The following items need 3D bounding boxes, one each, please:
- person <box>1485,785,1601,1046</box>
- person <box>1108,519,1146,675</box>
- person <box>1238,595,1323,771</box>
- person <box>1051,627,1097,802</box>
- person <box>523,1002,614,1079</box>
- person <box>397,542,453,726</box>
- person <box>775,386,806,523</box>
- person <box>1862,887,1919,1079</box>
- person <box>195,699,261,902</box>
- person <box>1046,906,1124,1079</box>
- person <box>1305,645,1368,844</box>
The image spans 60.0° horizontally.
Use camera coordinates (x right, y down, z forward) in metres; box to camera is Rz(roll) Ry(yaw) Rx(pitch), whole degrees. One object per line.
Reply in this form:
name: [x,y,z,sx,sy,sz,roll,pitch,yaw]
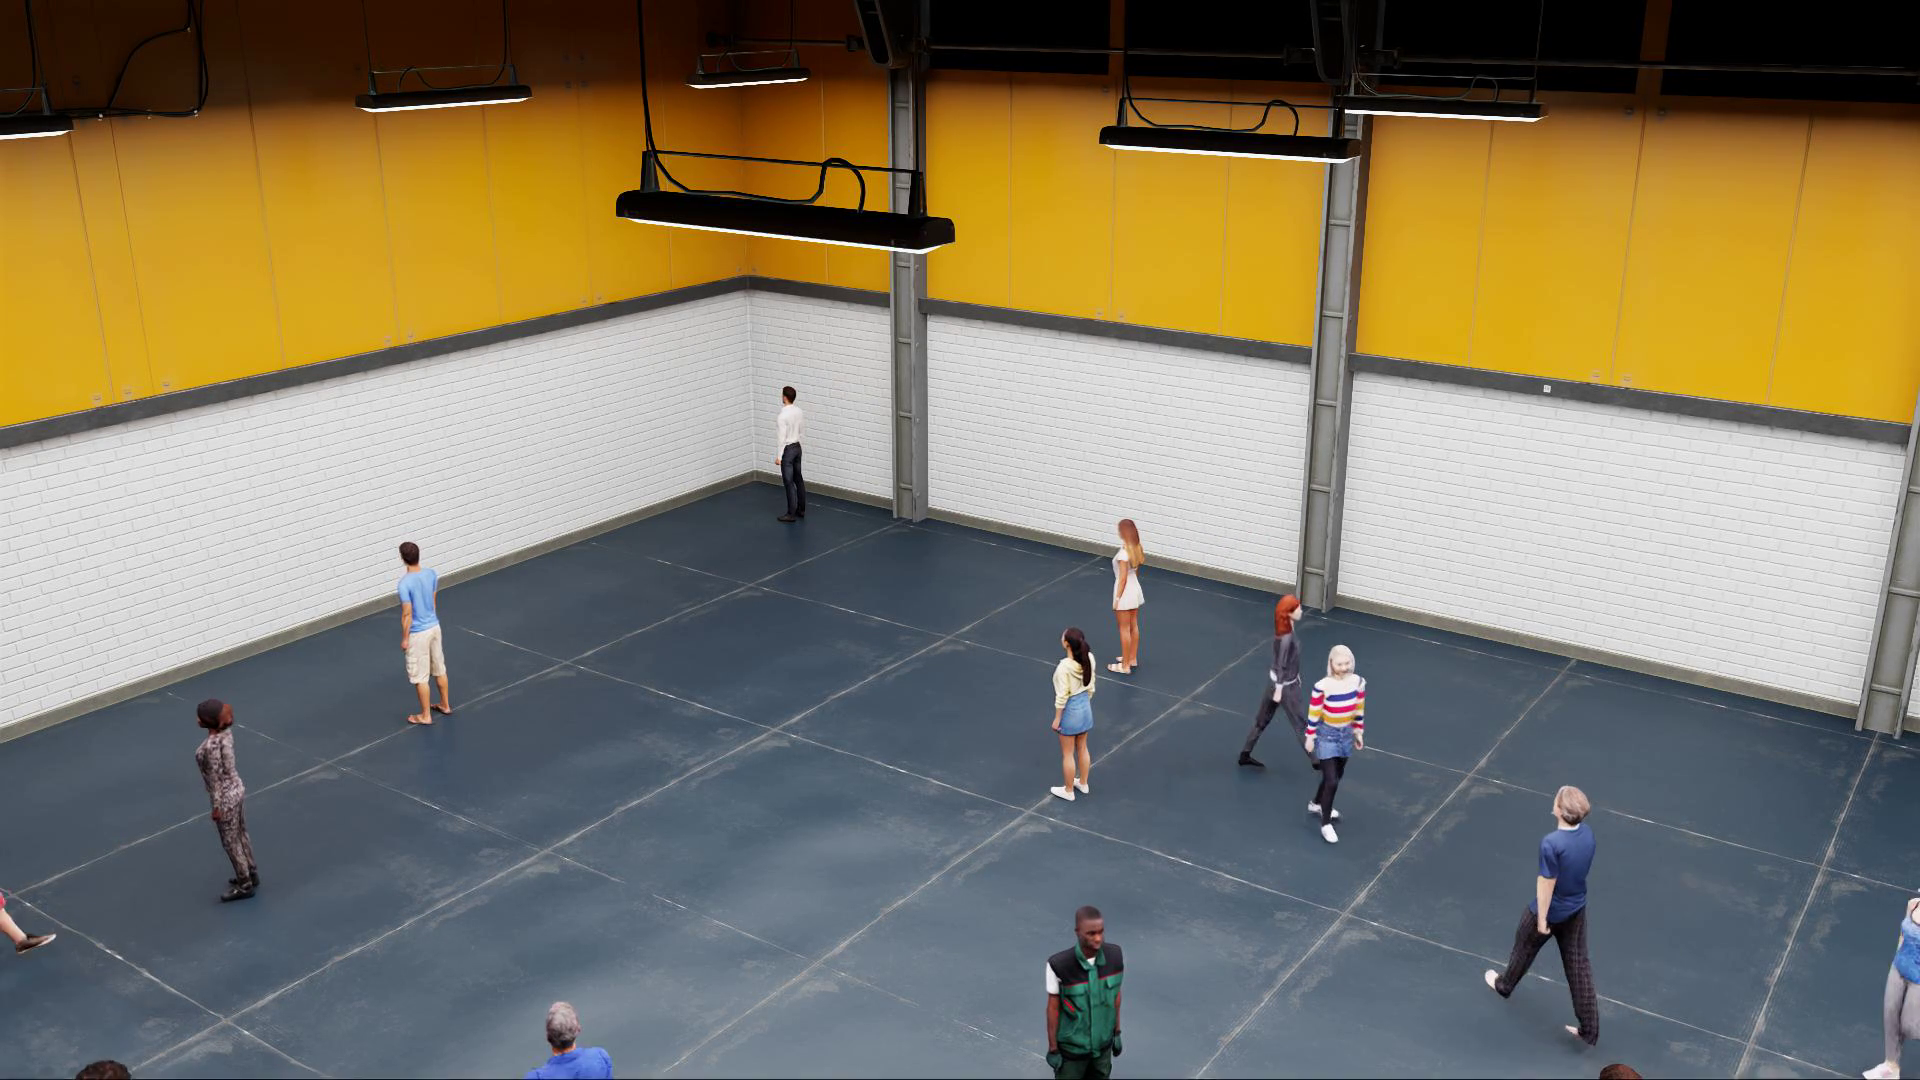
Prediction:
person: [4.216,2.620,11.495,1.108,1.815,1.315,-8,20,-22]
person: [1.788,0.583,17.729,0.558,1.696,0.568,11,22,30]
person: [2.895,1.362,15.370,1.214,1.726,0.946,2,19,7]
person: [1.027,1.549,14.962,0.684,1.631,0.625,-17,25,-40]
person: [-2.099,3.420,9.139,0.991,1.801,1.226,-12,22,-33]
person: [-5.331,0.907,16.504,0.608,1.864,0.683,9,21,26]
person: [-2.303,-1.185,22.706,0.541,1.871,0.662,11,22,29]
person: [6.389,2.899,11.007,0.928,1.597,0.849,-2,19,-6]
person: [-5.867,2.063,13.307,0.727,1.715,0.673,-2,19,-7]
person: [0.752,3.055,10.163,0.783,1.840,0.789,-8,20,-23]
person: [3.200,1.689,14.311,0.902,1.782,0.994,-8,20,-23]
